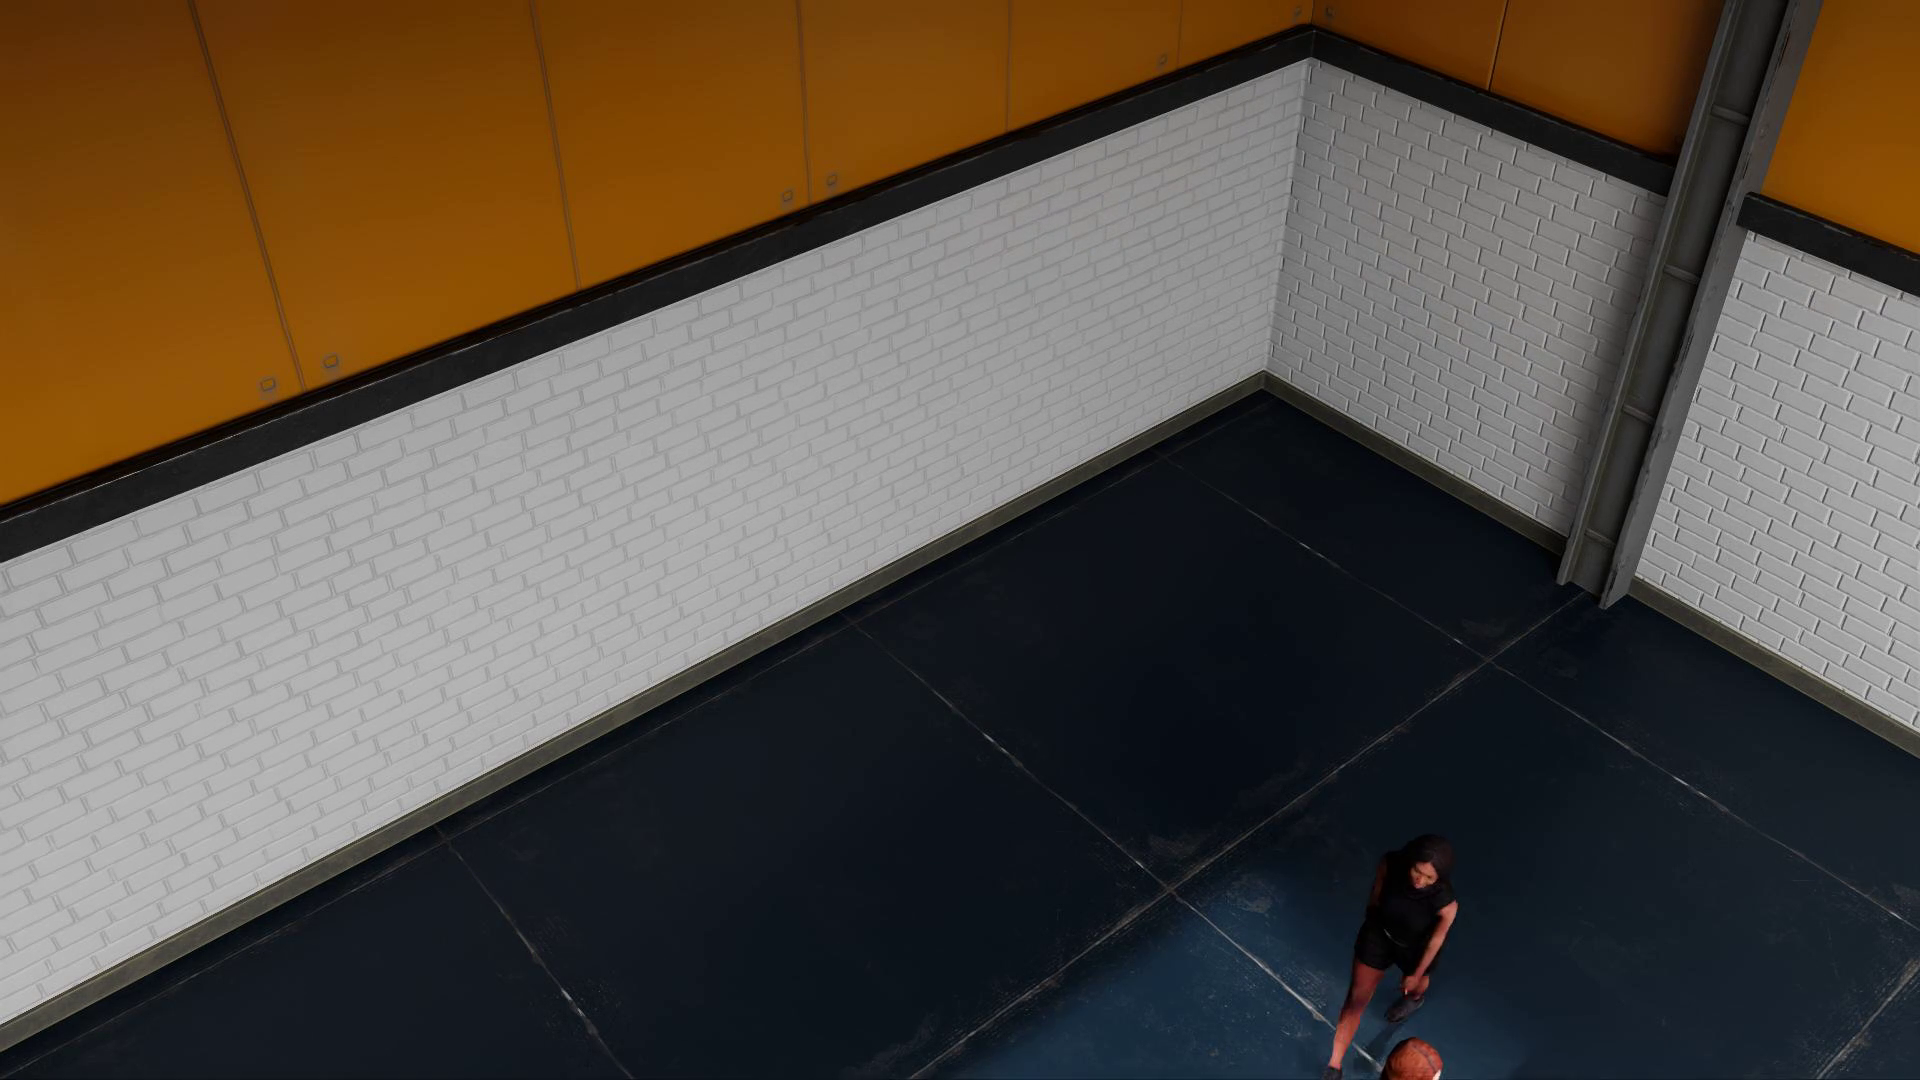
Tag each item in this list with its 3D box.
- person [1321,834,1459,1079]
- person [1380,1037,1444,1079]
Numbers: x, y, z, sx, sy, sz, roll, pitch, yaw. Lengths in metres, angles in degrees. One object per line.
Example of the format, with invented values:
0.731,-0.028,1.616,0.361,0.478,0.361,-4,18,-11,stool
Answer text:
2.207,1.964,8.191,1.144,1.685,0.804,31,48,33,person
1.773,2.694,7.168,0.621,1.820,0.647,23,44,26,person
